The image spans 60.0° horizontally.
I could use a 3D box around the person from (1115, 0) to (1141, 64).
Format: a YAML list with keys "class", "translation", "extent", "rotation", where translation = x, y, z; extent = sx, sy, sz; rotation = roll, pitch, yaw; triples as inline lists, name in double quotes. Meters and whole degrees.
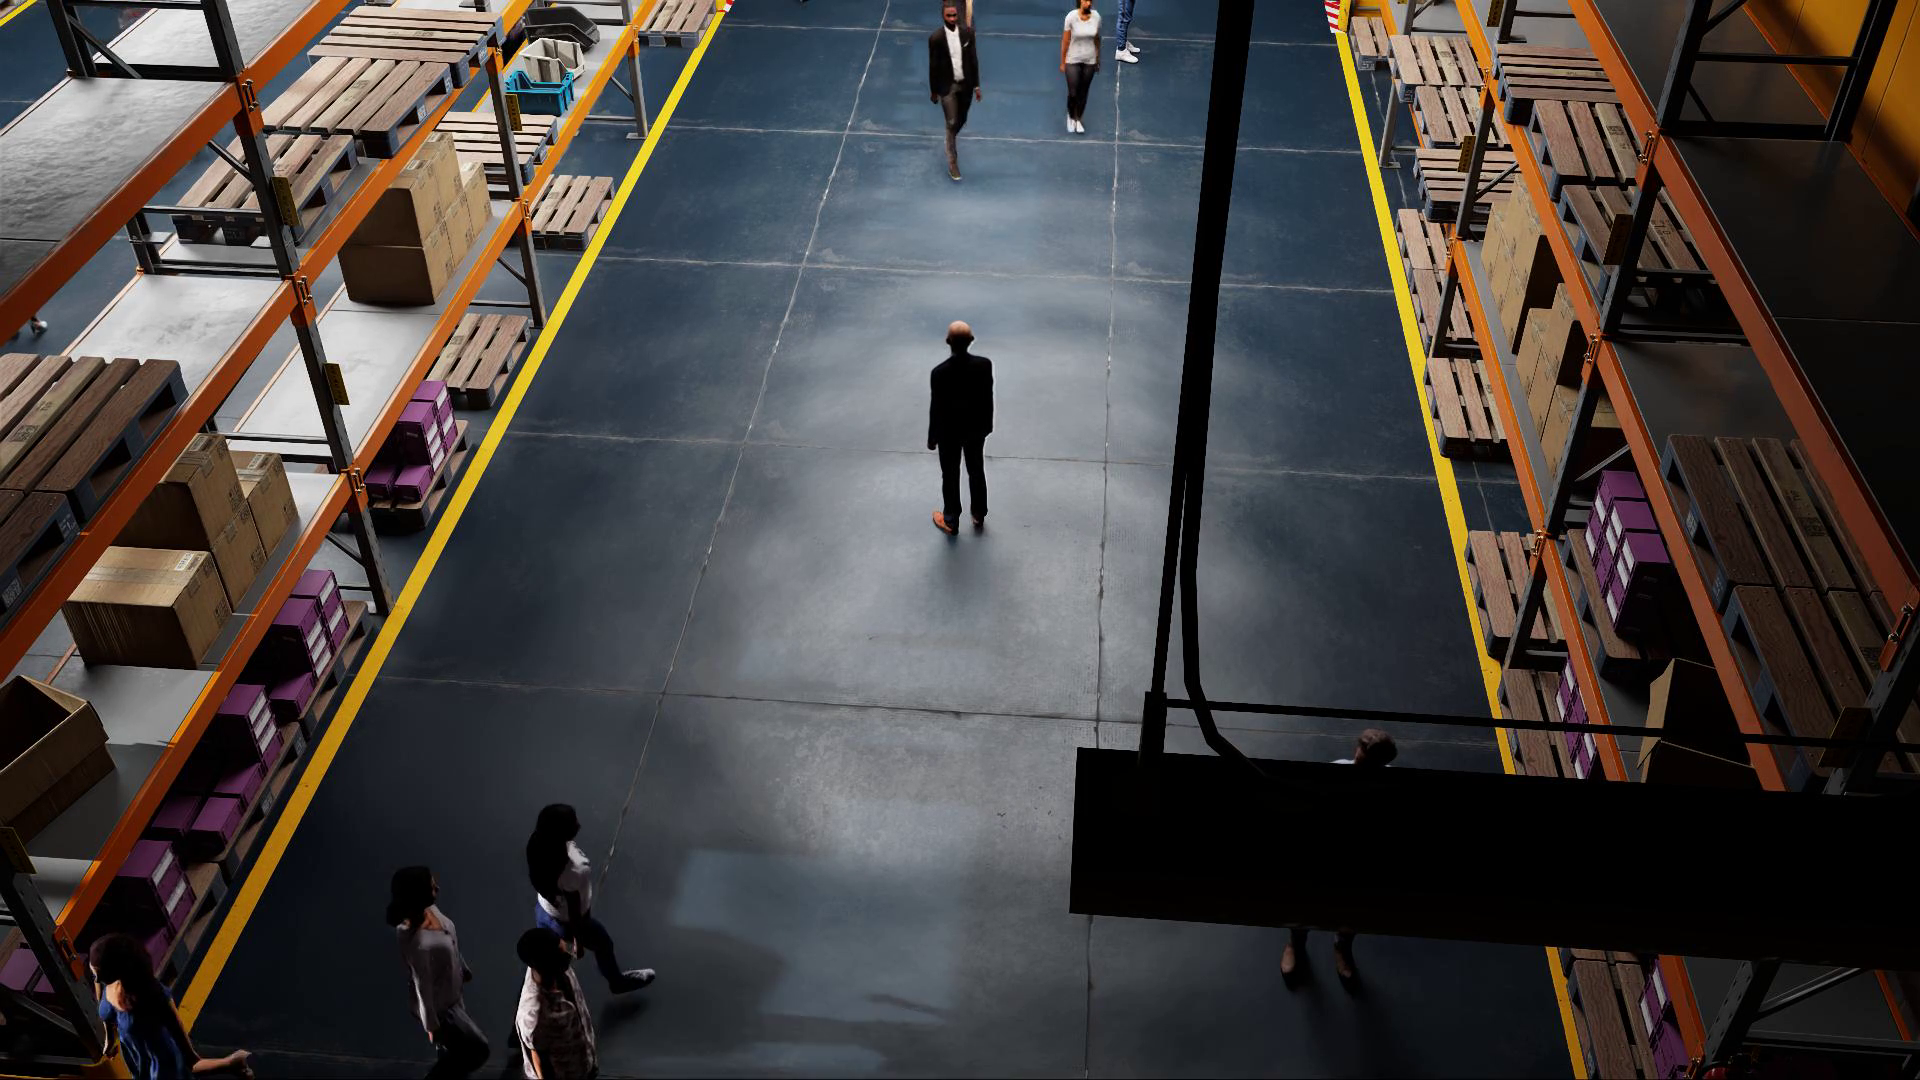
- class: "person"
  translation: [2.011, -6.597, 19.635]
  extent: [0.754, 1.811, 0.532]
  rotation: [8, 39, 10]

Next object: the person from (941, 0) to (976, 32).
- class: "person"
  translation: [0.023, -5.926, 18.885]
  extent: [0.766, 1.698, 0.822]
  rotation: [22, 44, 25]

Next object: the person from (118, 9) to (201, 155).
- class: "person"
  translation: [-8.287, -4.642, 17.231]
  extent: [0.838, 1.756, 1.194]
  rotation: [14, 41, 17]

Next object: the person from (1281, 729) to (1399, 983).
- class: "person"
  translation: [2.126, 1.714, 9.165]
  extent: [0.662, 1.889, 0.580]
  rotation: [6, 39, 7]

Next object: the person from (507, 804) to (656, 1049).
- class: "person"
  translation: [-2.174, 2.062, 8.850]
  extent: [1.141, 1.739, 1.221]
  rotation: [32, 48, 33]

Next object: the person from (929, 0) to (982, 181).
- class: "person"
  translation: [-0.067, -4.741, 17.339]
  extent: [0.961, 1.775, 1.153]
  rotation: [-14, 41, -17]

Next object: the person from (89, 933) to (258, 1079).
- class: "person"
  translation: [-3.935, 2.506, 8.262]
  extent: [0.924, 1.778, 1.164]
  rotation: [17, 42, 20]

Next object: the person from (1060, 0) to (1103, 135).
- class: "person"
  translation: [1.283, -5.229, 18.067]
  extent: [0.673, 1.630, 0.687]
  rotation: [-10, 40, -12]

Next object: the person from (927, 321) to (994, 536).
- class: "person"
  translation: [0.003, -0.832, 12.425]
  extent: [0.767, 1.798, 0.746]
  rotation: [-15, 41, -18]

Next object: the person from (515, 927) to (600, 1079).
- class: "person"
  translation: [-1.989, 2.527, 8.209]
  extent: [0.724, 1.811, 0.494]
  rotation: [2, 39, 2]

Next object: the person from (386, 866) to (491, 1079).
- class: "person"
  translation: [-2.755, 2.342, 8.485]
  extent: [0.770, 1.757, 0.709]
  rotation: [-6, 39, -7]
